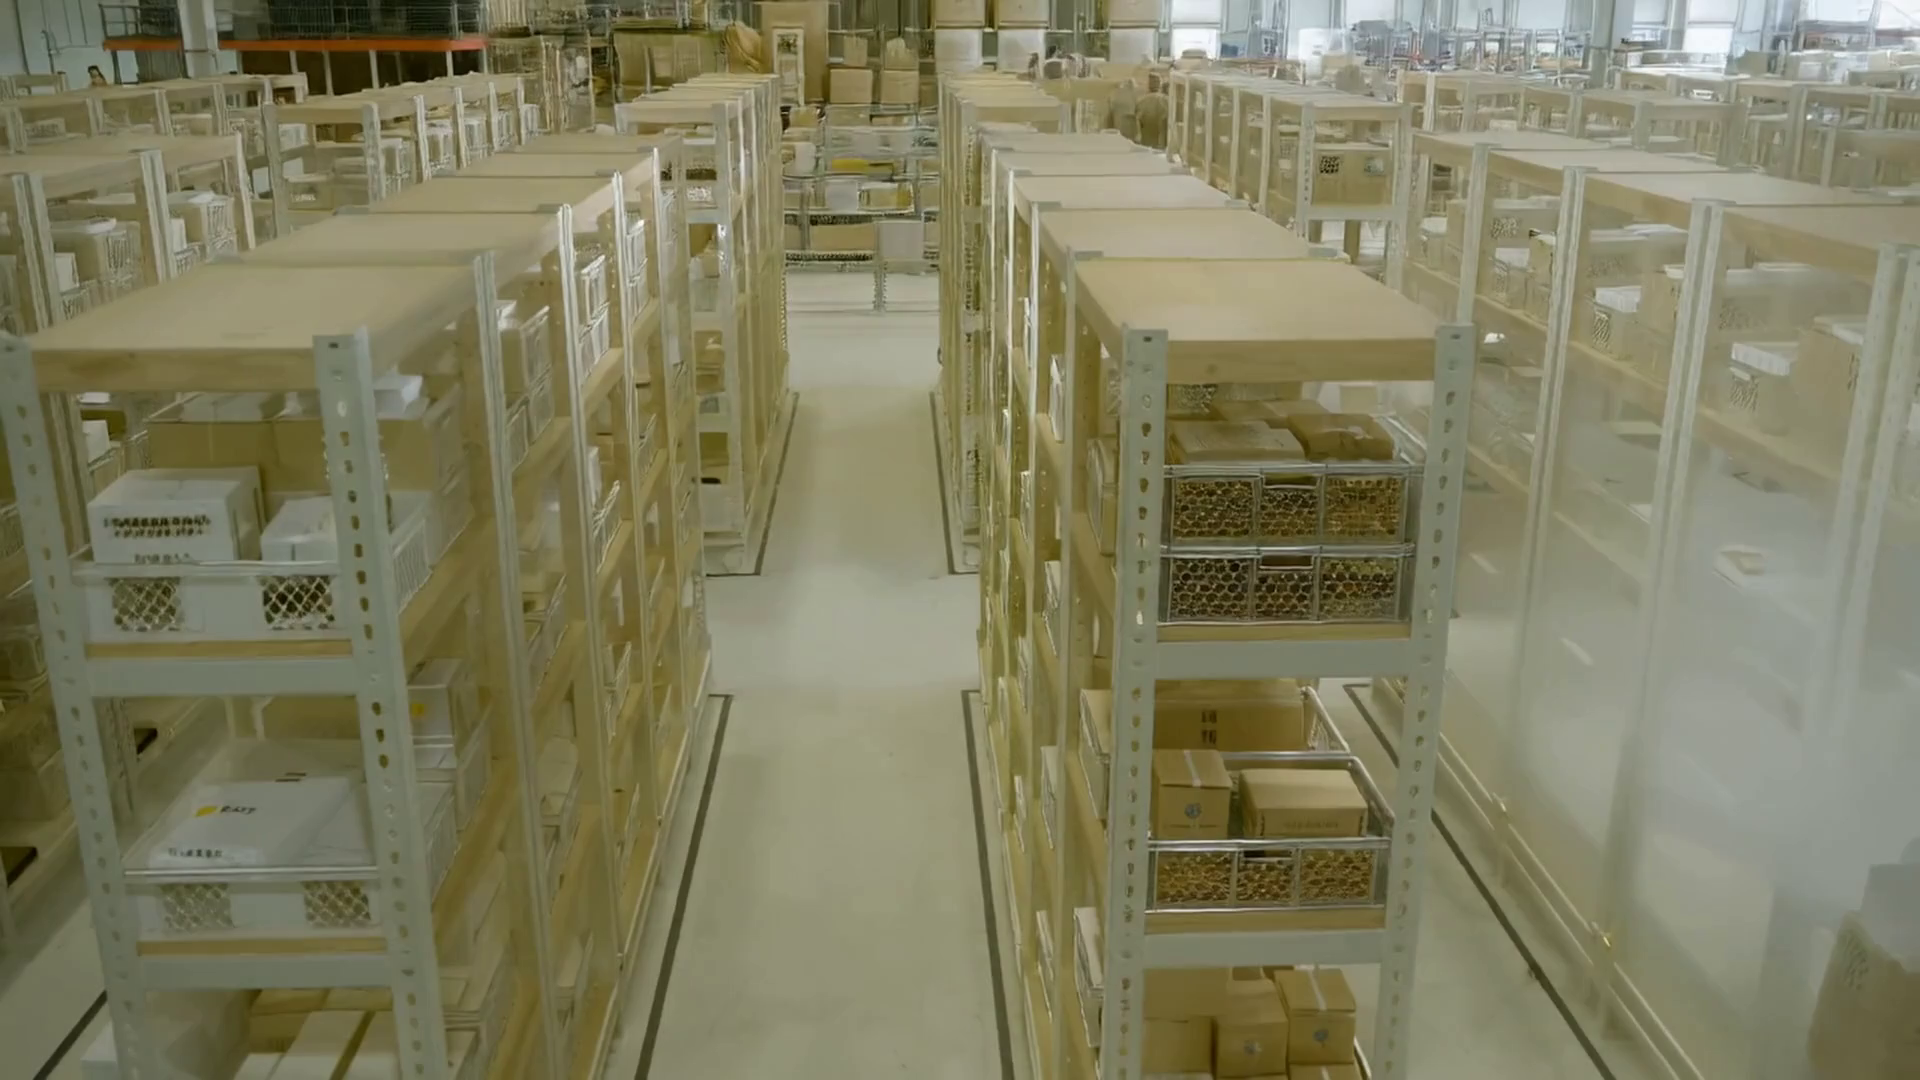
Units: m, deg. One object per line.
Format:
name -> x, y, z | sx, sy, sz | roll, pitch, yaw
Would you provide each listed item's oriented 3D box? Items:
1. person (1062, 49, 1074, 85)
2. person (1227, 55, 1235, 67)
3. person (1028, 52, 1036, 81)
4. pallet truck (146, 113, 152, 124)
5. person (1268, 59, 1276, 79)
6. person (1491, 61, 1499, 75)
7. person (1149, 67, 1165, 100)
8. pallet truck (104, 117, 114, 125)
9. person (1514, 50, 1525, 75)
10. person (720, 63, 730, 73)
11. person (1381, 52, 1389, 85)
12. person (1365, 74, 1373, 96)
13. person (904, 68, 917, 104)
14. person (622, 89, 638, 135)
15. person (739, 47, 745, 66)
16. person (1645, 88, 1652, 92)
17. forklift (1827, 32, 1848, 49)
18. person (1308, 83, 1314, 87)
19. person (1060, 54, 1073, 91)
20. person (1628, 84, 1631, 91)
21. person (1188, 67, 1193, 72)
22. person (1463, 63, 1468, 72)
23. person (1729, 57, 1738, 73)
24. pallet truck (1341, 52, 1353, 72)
person -> 5.845, -25.542, 89.867 | 0.789, 1.893, 0.606 | 7, 19, 20
person -> 12.858, -22.241, 79.661 | 0.855, 1.912, 0.632 | -14, 22, -37
person -> 3.607, -23.508, 83.502 | 0.404, 1.945, 0.615 | -5, 19, -16
pallet truck -> -18.087, -8.309, 36.390 | 1.885, 1.965, 0.823 | -1, 18, -4
person -> 15.083, -22.403, 80.503 | 0.321, 1.692, 0.534 | 17, 24, 42
person -> 23.218, -19.822, 72.215 | 0.328, 1.876, 0.513 | -3, 18, -9
person -> 7.673, -17.342, 64.504 | 0.574, 1.891, 0.949 | -5, 18, -14
pallet truck -> -18.367, -7.885, 35.078 | 1.885, 1.965, 0.823 | 1, 18, 2
person -> 29.563, -24.853, 87.739 | 0.890, 1.908, 0.552 | -9, 20, -25
person -> -10.062, -19.492, 71.234 | 0.875, 1.849, 0.638 | -13, 22, -34
person -> 21.532, -23.782, 84.390 | 0.383, 1.924, 0.589 | -3, 18, -10
person -> 14.563, -15.701, 59.469 | 0.326, 1.871, 0.520 | -1, 18, -2
person -> -1.868, -16.735, 62.559 | 0.544, 1.939, 0.354 | 9, 20, 26
person -> -9.113, -11.629, 46.671 | 0.611, 2.009, 0.983 | 11, 21, 32
person -> -11.965, -26.319, 92.168 | 0.717, 1.970, 0.617 | -6, 19, -17
person -> 21.441, -13.203, 51.931 | 0.377, 1.754, 0.539 | -9, 20, -25
forklift -> 46.023, -25.321, 87.619 | 1.129, 2.768, 1.873 | -1, 18, -2
person -> 11.937, -14.815, 57.015 | 0.320, 1.694, 0.534 | 5, 19, 15
person -> 5.364, -23.556, 83.833 | 0.640, 1.844, 0.429 | 6, 19, 17
person -> 22.617, -15.027, 57.109 | 0.704, 2.000, 0.616 | 15, 23, 38
person -> 9.202, -17.713, 65.691 | 0.871, 1.880, 0.575 | 5, 19, 15
person -> 22.008, -19.890, 72.561 | 0.981, 1.798, 0.535 | -9, 20, -26
person -> 36.009, -21.536, 77.521 | 0.612, 1.869, 0.414 | 0, 18, 0
pallet truck -> 18.794, -23.123, 82.231 | 0.823, 1.965, 1.885 | -13, 22, -35
